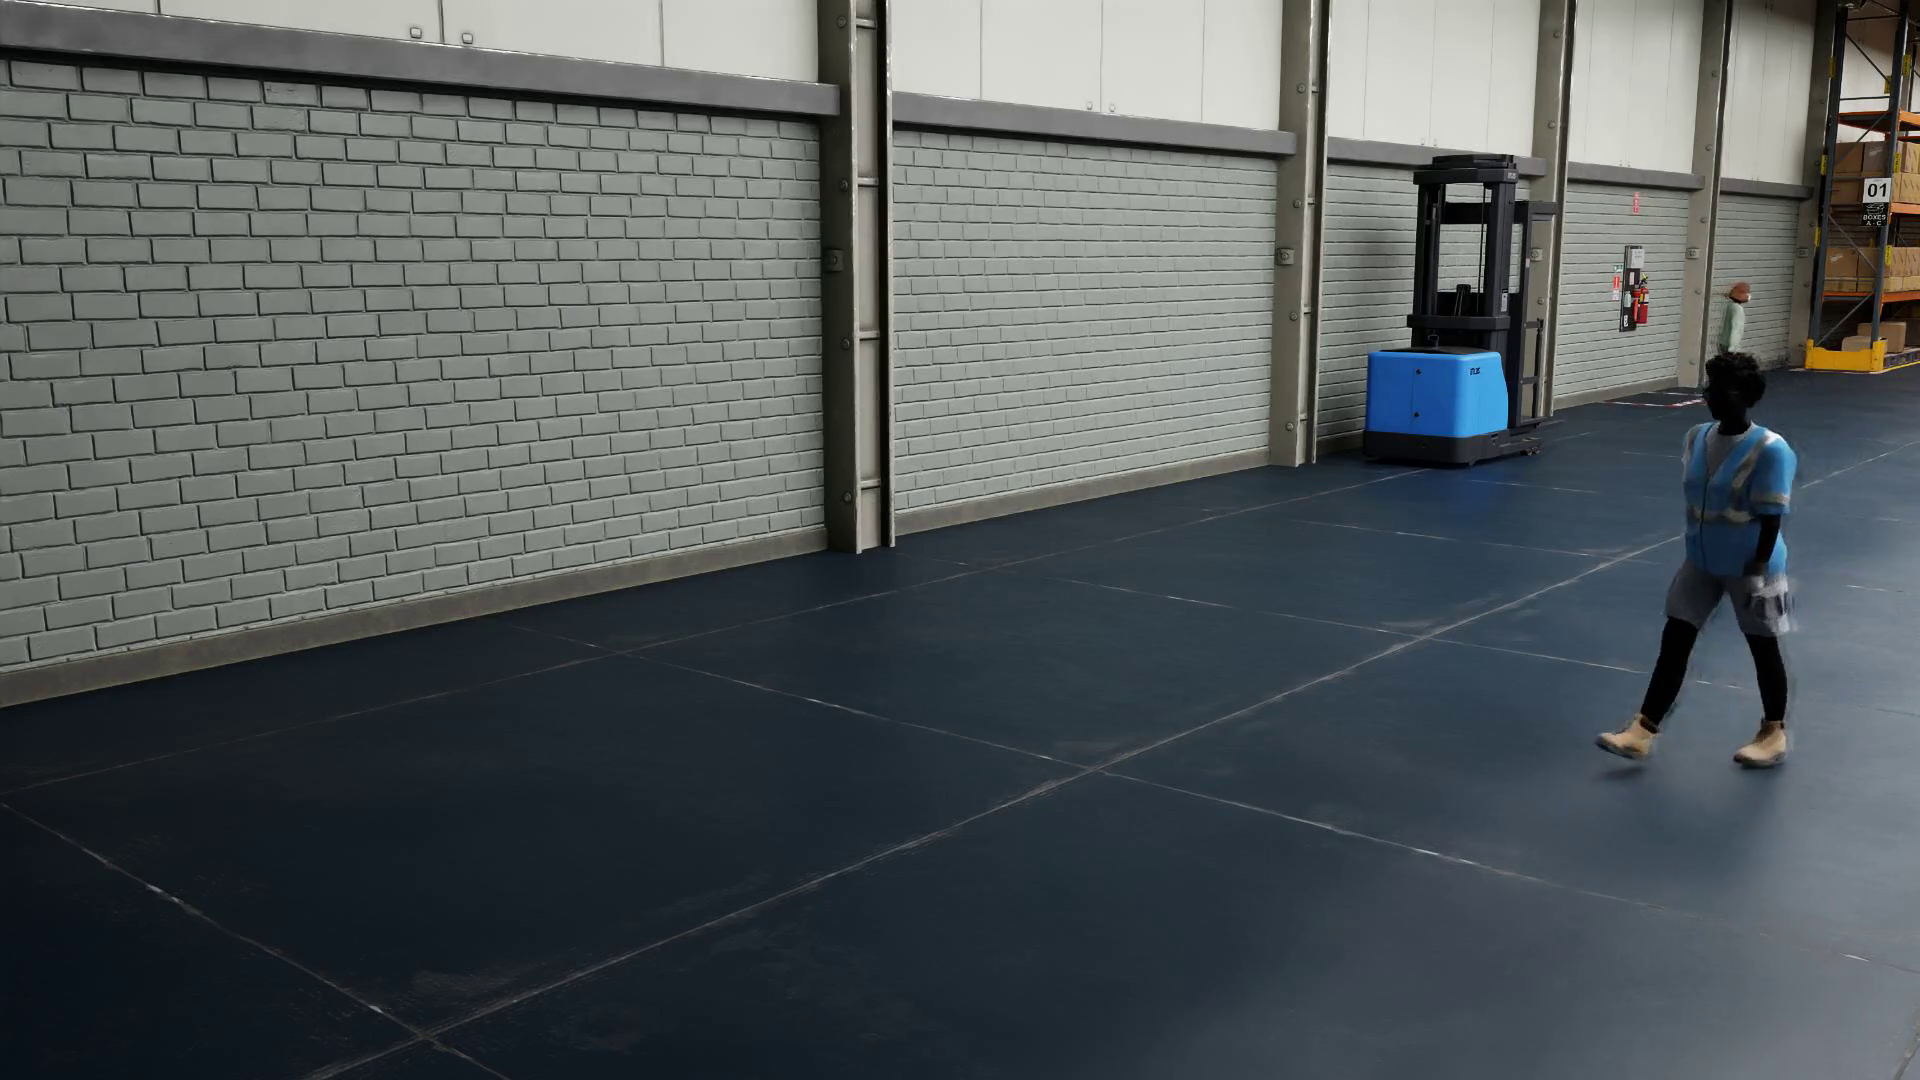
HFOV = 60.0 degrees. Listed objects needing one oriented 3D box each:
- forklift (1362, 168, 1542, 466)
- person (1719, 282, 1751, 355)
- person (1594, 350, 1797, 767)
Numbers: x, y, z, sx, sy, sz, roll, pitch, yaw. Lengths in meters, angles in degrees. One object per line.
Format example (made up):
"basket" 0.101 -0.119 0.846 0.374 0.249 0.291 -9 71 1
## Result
"forklift" 4.875 -2.212 16.287 1.129 2.768 1.873 8 13 40
"person" 9.839 -2.463 21.186 0.383 1.619 0.496 2 10 10
"person" 2.957 0.095 6.499 0.860 1.646 0.550 -4 11 -23
